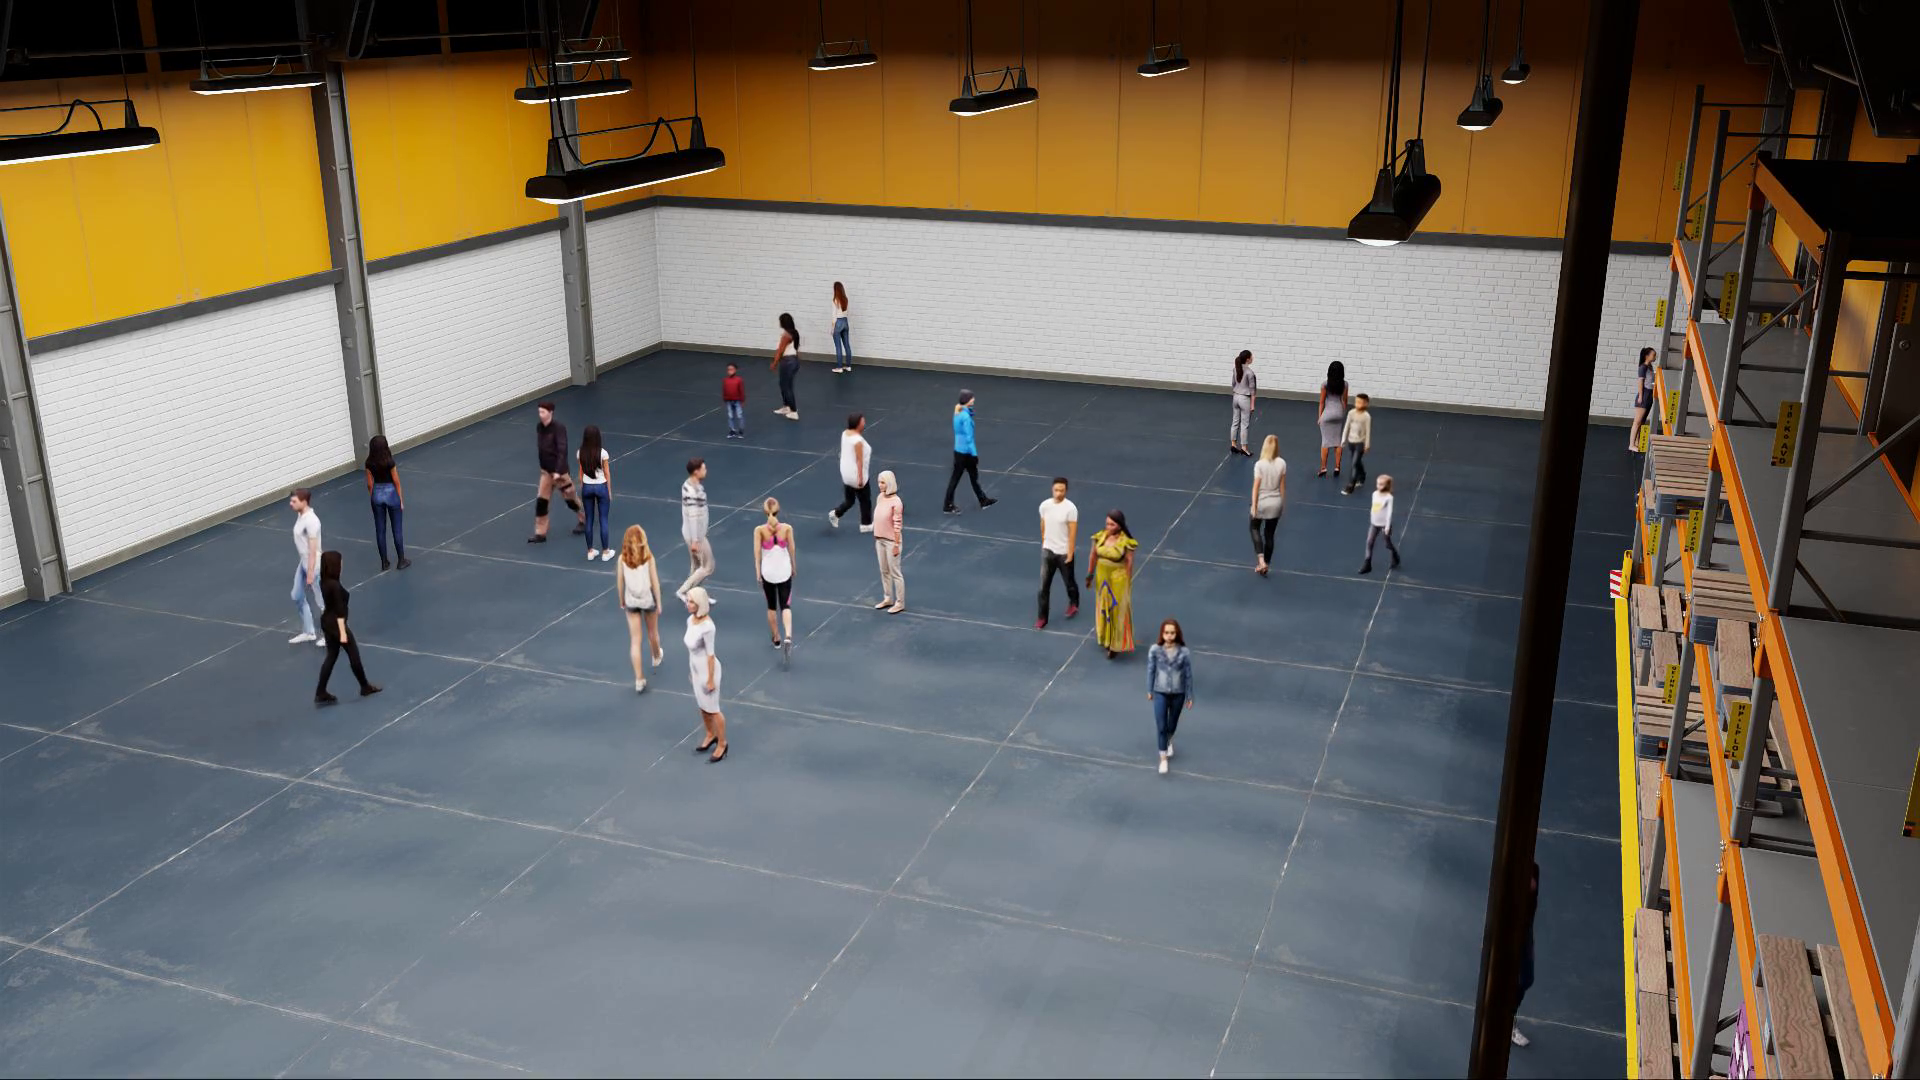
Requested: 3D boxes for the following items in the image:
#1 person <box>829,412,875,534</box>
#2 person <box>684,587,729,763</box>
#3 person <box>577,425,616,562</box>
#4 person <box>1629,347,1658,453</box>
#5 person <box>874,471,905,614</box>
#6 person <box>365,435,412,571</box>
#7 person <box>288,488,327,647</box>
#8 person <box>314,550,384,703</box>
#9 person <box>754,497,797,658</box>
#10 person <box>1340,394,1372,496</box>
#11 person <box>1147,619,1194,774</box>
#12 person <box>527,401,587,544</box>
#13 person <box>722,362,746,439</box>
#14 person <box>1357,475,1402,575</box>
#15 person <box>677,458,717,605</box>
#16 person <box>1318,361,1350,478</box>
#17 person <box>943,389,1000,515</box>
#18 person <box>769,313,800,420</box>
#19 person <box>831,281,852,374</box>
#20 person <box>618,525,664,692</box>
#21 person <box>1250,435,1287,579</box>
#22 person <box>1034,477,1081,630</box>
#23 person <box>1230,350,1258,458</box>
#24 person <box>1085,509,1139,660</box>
[{"bbox_3d":[-1.444,-0.892,22.277,1.033,1.670,0.956,-10,21,-27],"label":"person"},{"bbox_3d":[-2.413,1.255,15.792,0.714,1.741,0.675,-13,23,-34],"label":"person"},{"bbox_3d":[-4.669,-0.605,21.263,0.613,1.774,0.558,3,19,9],"label":"person"},{"bbox_3d":[10.801,-2.233,26.291,0.716,1.650,0.569,15,24,37],"label":"person"},{"bbox_3d":[-0.828,0.002,19.539,0.684,1.724,0.669,-14,23,-36],"label":"person"},{"bbox_3d":[-7.229,-0.478,20.939,0.630,1.740,0.642,-1,19,-3],"label":"person"},{"bbox_3d":[-7.109,0.293,18.496,0.954,1.837,0.895,-12,22,-32],"label":"person"},{"bbox_3d":[-6.446,0.915,16.998,0.825,1.616,1.015,17,25,41],"label":"person"},{"bbox_3d":[-2.001,0.431,18.194,0.921,1.769,1.118,-3,19,-8],"label":"person"},{"bbox_3d":[5.823,-1.421,24.210,1.064,1.440,0.848,-16,24,-39],"label":"person"},{"bbox_3d":[1.990,1.427,15.744,0.750,1.445,1.036,2,19,5],"label":"person"},{"bbox_3d":[-5.270,-0.911,22.007,0.799,1.880,1.290,10,21,27],"label":"person"},{"bbox_3d":[-3.678,-2.286,27.077,0.550,1.249,0.560,2,19,4],"label":"person"},{"bbox_3d":[5.337,-0.206,20.882,0.971,1.262,0.806,-14,23,-36],"label":"person"},{"bbox_3d":[-3.193,-0.066,19.553,0.917,1.844,0.844,-5,19,-15],"label":"person"},{"bbox_3d":[5.564,-1.806,24.817,0.656,1.781,0.649,-1,19,-4],"label":"person"},{"bbox_3d":[-0.047,-1.195,23.031,0.992,1.765,1.081,-2,19,-7],"label":"person"},{"bbox_3d":[-2.862,-2.907,28.101,0.755,1.773,0.731,7,20,20],"label":"person"},{"bbox_3d":[-2.260,-4.052,31.570,0.589,1.728,0.708,-16,24,-40],"label":"person"},{"bbox_3d":[-3.354,0.738,17.353,0.893,1.723,1.162,-1,19,-2],"label":"person"},{"bbox_3d":[3.834,-0.383,20.538,0.757,1.816,0.819,-3,19,-10],"label":"person"},{"bbox_3d":[1.183,0.113,19.153,0.636,1.761,1.075,8,20,22],"label":"person"},{"bbox_3d":[4.415,-2.145,25.984,0.763,1.678,0.727,-12,22,-33],"label":"person"},{"bbox_3d":[1.701,0.429,18.396,0.857,1.644,0.898,9,21,26],"label":"person"}]
